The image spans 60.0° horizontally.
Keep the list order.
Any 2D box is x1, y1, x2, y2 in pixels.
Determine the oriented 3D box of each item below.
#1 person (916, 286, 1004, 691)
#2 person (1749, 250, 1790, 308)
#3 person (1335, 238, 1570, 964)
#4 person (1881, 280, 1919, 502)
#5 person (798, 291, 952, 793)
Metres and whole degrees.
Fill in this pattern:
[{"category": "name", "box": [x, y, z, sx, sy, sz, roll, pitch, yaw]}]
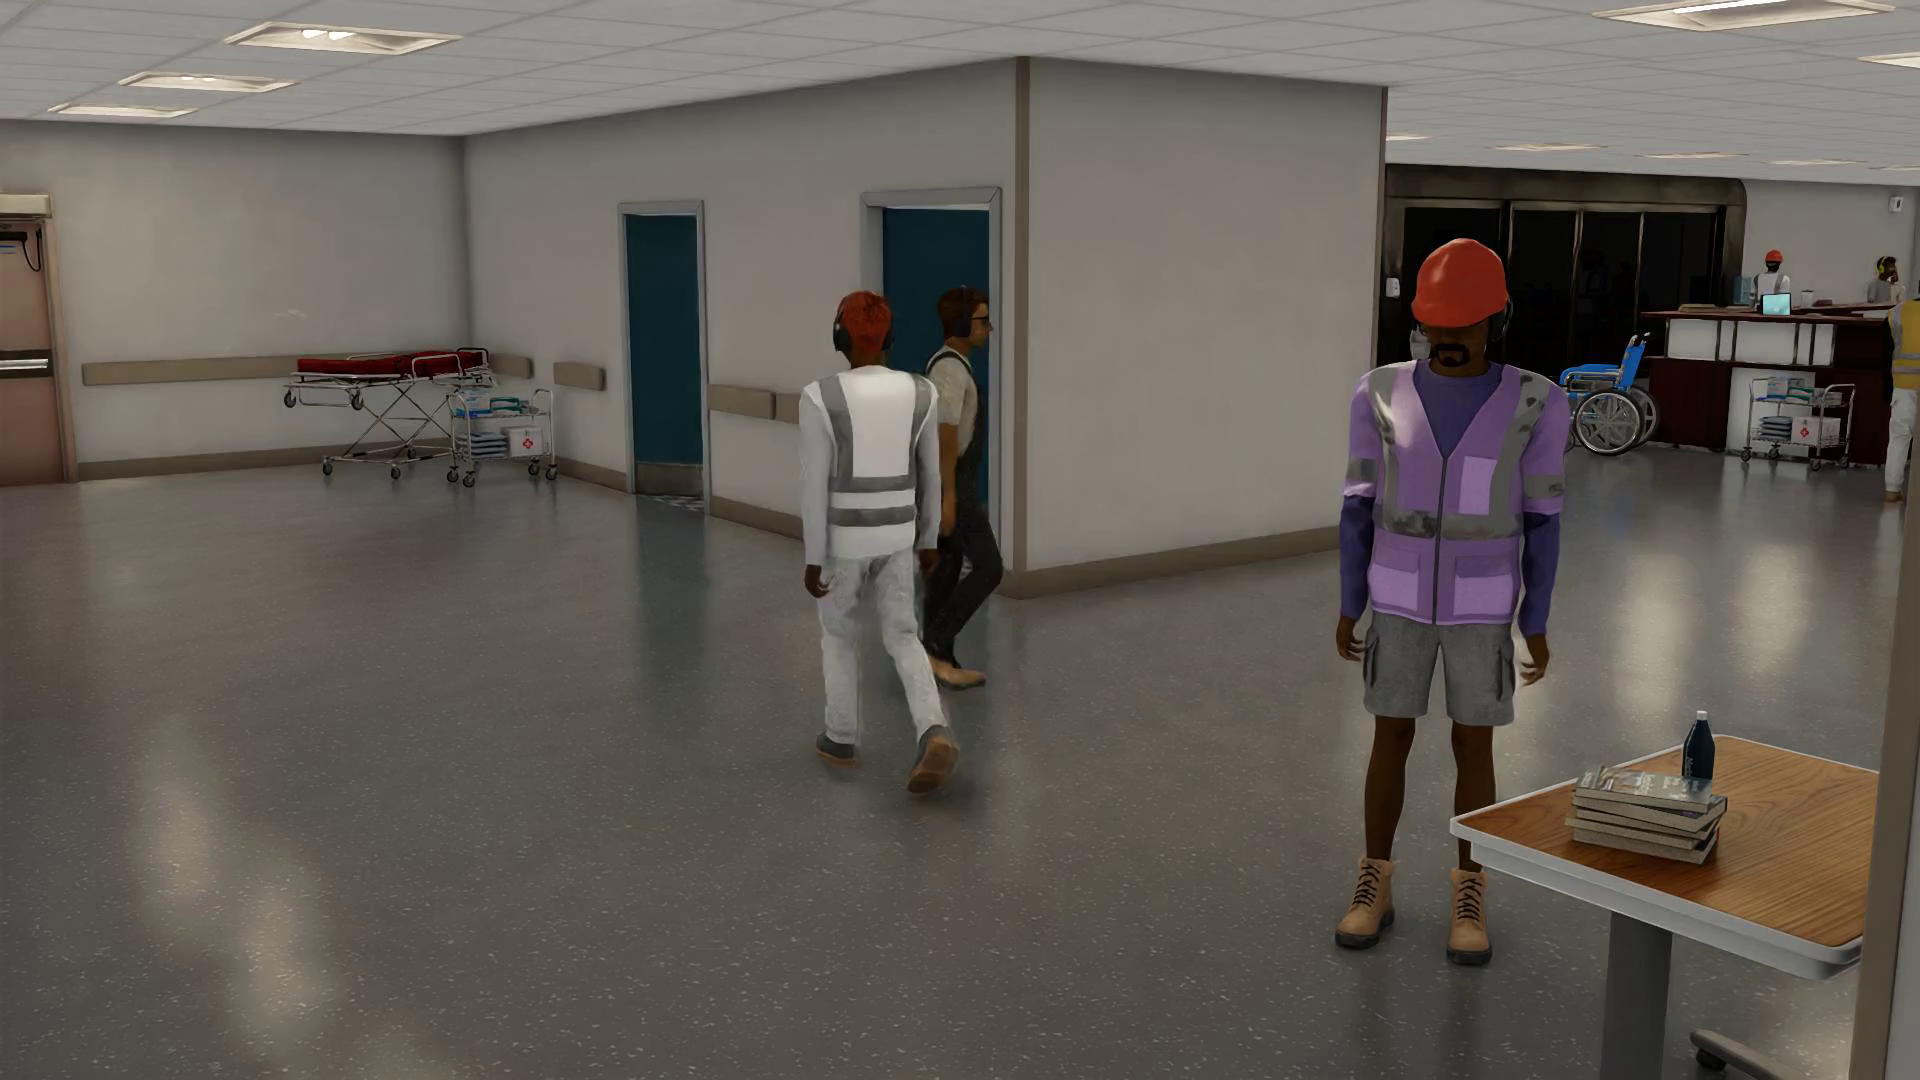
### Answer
[{"category": "person", "box": [-0.006, -0.213, 7.457, 0.402, 1.832, 0.502, -2, 10, -11]}, {"category": "person", "box": [11.660, -3.205, 23.974, 0.389, 1.930, 0.550, -8, 13, -37]}, {"category": "person", "box": [1.356, 0.185, 4.674, 0.605, 2.033, 0.396, 4, 11, 23]}, {"category": "person", "box": [7.468, -1.182, 12.870, 0.429, 1.843, 0.630, -9, 13, -41]}, {"category": "person", "box": [-0.305, 0.007, 6.181, 0.585, 1.856, 0.874, -5, 11, -27]}]
